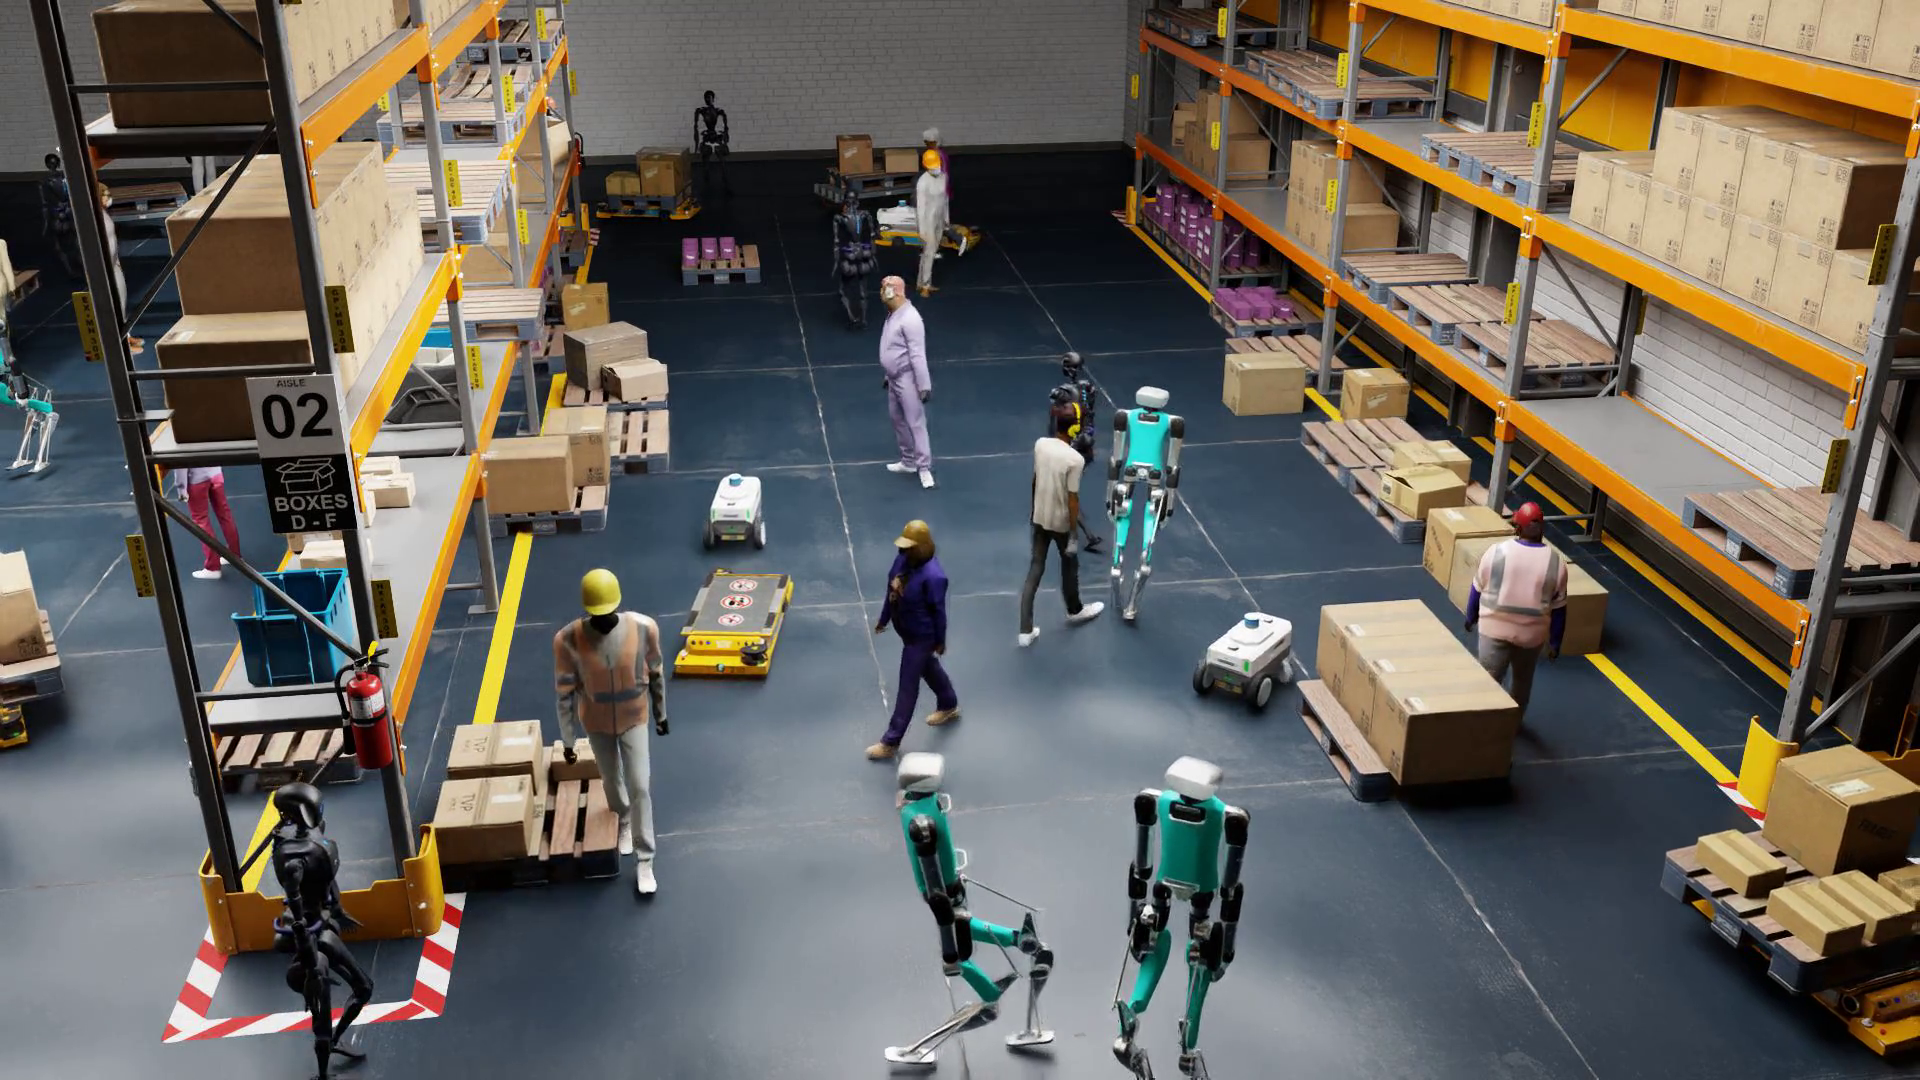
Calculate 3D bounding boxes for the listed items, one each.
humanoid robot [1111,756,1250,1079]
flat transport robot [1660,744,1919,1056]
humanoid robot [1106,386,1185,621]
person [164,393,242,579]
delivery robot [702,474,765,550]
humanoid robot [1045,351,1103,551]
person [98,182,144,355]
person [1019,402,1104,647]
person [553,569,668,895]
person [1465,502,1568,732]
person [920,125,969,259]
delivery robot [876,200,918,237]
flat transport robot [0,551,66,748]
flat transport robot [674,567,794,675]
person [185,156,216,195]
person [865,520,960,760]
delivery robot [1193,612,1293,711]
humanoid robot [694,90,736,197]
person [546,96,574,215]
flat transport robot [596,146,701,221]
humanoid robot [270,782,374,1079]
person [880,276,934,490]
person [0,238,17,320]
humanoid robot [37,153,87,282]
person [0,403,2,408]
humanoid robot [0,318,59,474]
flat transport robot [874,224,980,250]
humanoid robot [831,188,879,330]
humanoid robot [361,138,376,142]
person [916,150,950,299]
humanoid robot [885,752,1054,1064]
[{"bbox_3d":[0.944,1.917,7.514,0.536,1.777,0.799,9,25,21],"label":"humanoid robot"},{"bbox_3d":[4.582,2.140,8.802,0.659,0.231,1.431,-8,25,-17],"label":"flat transport robot"},{"bbox_3d":[1.310,-0.169,12.286,0.554,1.787,0.855,6,24,14],"label":"humanoid robot"},{"bbox_3d":[-5.974,-0.476,13.077,0.280,1.628,0.501,7,25,15],"label":"person"},{"bbox_3d":[-1.868,-0.240,13.890,0.499,0.612,0.813,0,24,0],"label":"delivery robot"},{"bbox_3d":[0.948,-0.739,13.677,0.609,1.654,0.738,-21,31,-40],"label":"humanoid robot"},{"bbox_3d":[-9.461,-3.001,18.450,0.389,1.925,0.686,-11,26,-23],"label":"person"},{"bbox_3d":[0.730,-0.146,12.084,0.893,1.818,0.598,-21,31,-39],"label":"person"},{"bbox_3d":[-1.926,1.051,9.261,0.606,1.884,0.907,-5,24,-12],"label":"person"},{"bbox_3d":[3.526,0.567,10.585,0.598,1.715,0.858,6,24,13],"label":"person"},{"bbox_3d":[-0.221,-4.636,22.302,0.610,1.825,0.576,1,24,3],"label":"person"},{"bbox_3d":[-0.822,-4.524,23.616,0.785,0.585,0.499,2,24,4],"label":"delivery robot"},{"bbox_3d":[-6.724,1.076,11.227,0.659,0.231,1.431,-14,27,-28],"label":"flat transport robot"},{"bbox_3d":[-1.655,0.590,12.333,0.659,0.231,1.431,1,24,2],"label":"flat transport robot"},{"bbox_3d":[-11.512,-5.906,25.194,0.430,1.833,0.634,8,25,17],"label":"person"},{"bbox_3d":[-0.291,0.585,10.709,0.820,1.582,0.463,-14,27,-29],"label":"person"},{"bbox_3d":[1.996,0.803,11.491,0.521,0.592,0.764,16,28,33],"label":"delivery robot"},{"bbox_3d":[-3.869,-6.226,26.108,0.616,1.645,0.375,3,24,6],"label":"humanoid robot"},{"bbox_3d":[-6.114,-5.759,24.948,0.574,1.749,0.334,3,24,8],"label":"person"},{"bbox_3d":[-4.694,-5.004,25.079,1.431,0.231,0.659,2,24,5],"label":"flat transport robot"},{"bbox_3d":[-2.973,1.848,7.712,0.335,1.644,0.591,-3,24,-7],"label":"humanoid robot"},{"bbox_3d":[-0.487,-1.409,14.910,0.413,1.866,0.809,-9,25,-19],"label":"person"},{"bbox_3d":[-10.642,-2.759,18.199,0.893,1.720,0.561,19,30,36],"label":"person"},{"bbox_3d":[-11.463,-4.127,21.314,0.390,1.649,0.601,16,29,33],"label":"humanoid robot"},{"bbox_3d":[-10.059,-2.224,16.673,0.482,1.944,0.431,-15,28,-31],"label":"person"},{"bbox_3d":[-8.482,-1.450,14.984,0.533,1.681,0.735,8,25,18],"label":"humanoid robot"},{"bbox_3d":[-0.483,-4.284,23.437,1.431,0.231,0.659,6,24,13],"label":"flat transport robot"},{"bbox_3d":[-1.217,-3.259,19.341,0.611,1.646,0.346,-14,27,-29],"label":"humanoid robot"},{"bbox_3d":[-7.782,-4.529,22.226,0.599,1.657,0.315,20,31,38],"label":"humanoid robot"},{"bbox_3d":[-0.380,-3.962,20.747,0.511,1.851,0.624,15,28,30],"label":"person"},{"bbox_3d":[0.160,1.788,7.836,1.028,1.732,0.553,-1,24,-3],"label":"humanoid robot"}]
